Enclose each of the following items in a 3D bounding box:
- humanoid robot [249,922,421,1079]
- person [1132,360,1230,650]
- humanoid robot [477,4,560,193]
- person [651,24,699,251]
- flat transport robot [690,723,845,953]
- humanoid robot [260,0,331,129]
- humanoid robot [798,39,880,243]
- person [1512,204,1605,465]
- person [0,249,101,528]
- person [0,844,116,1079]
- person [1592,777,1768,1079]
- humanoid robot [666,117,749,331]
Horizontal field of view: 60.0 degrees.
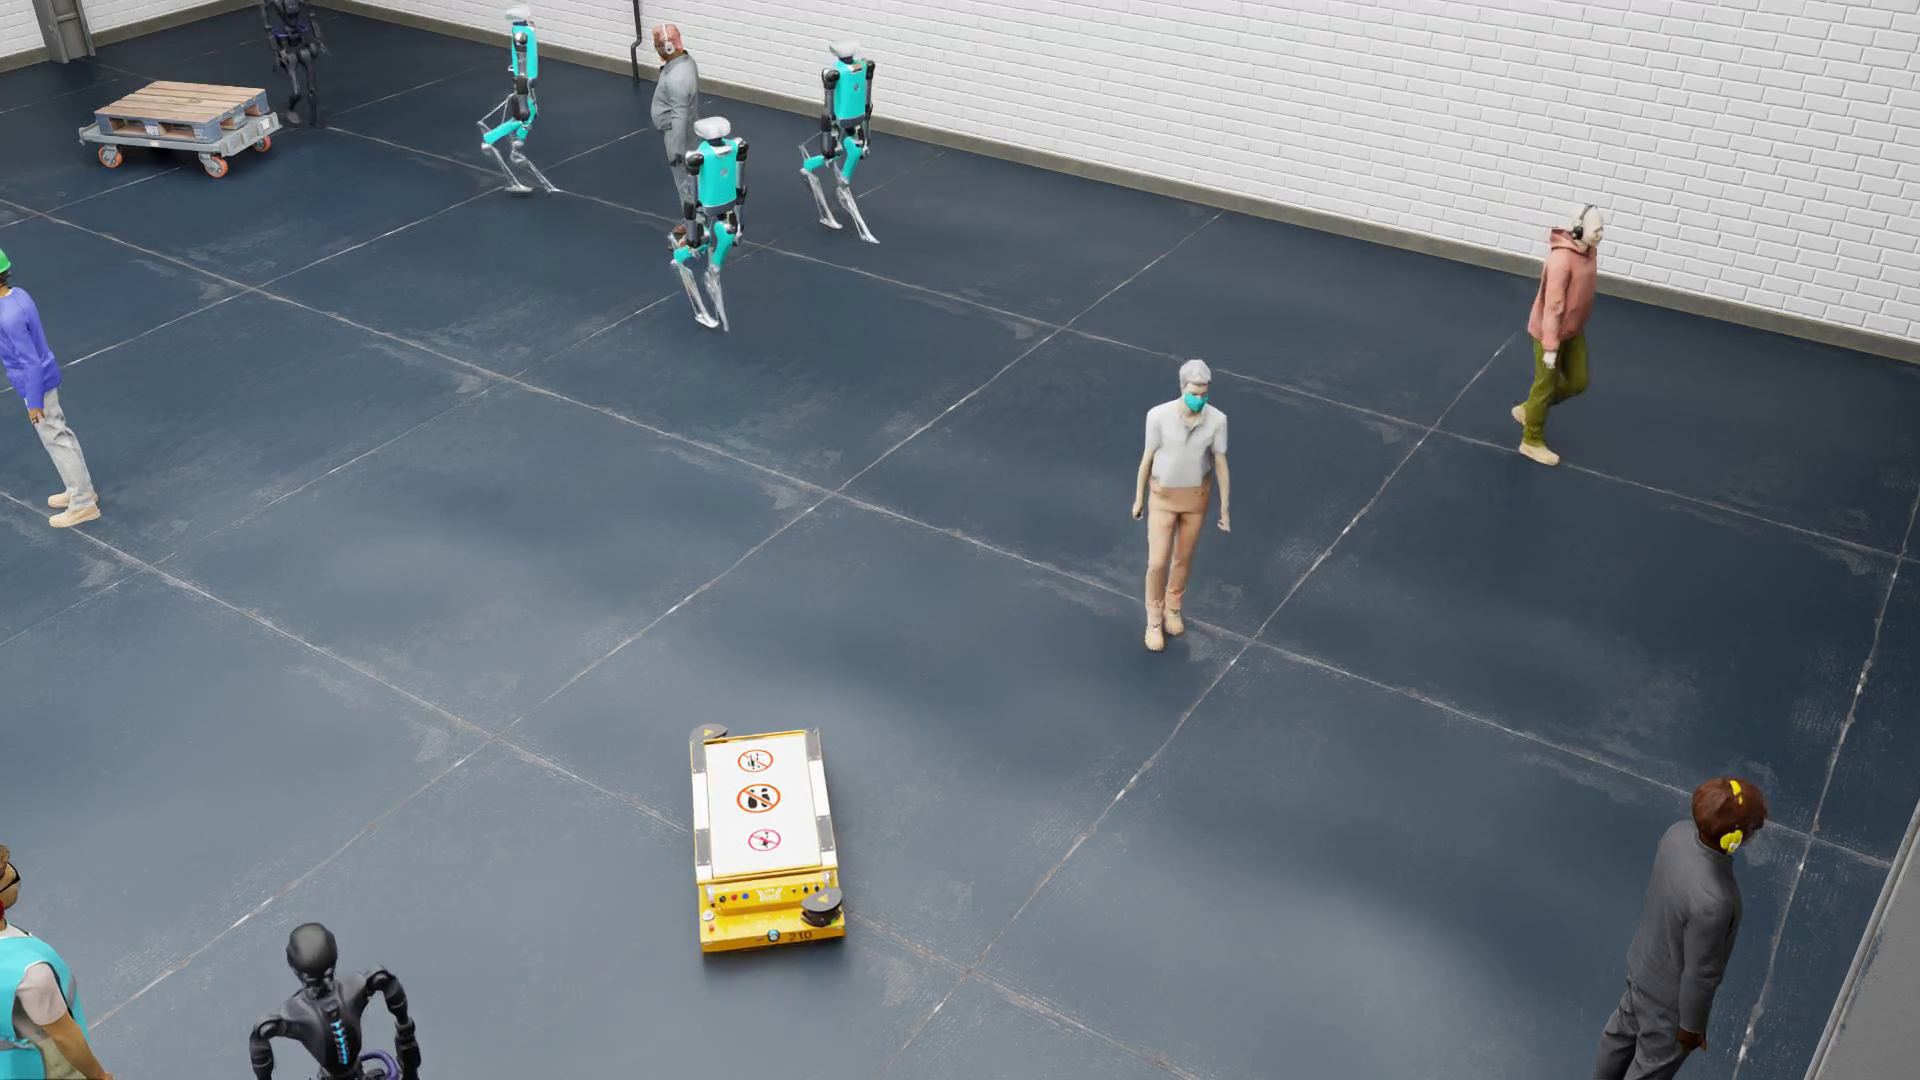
[{"bbox_3d":[-2.163,2.004,5.836,0.603,1.649,0.351,-23,39,-31],"label":"humanoid robot"},{"bbox_3d":[1.235,-0.169,9.159,0.524,1.733,0.555,-2,33,-3],"label":"person"},{"bbox_3d":[-4.068,-3.894,14.984,0.799,1.800,0.541,-3,33,-4],"label":"humanoid robot"},{"bbox_3d":[-2.376,-3.395,14.031,0.413,1.903,0.638,-1,33,-2],"label":"person"},{"bbox_3d":[-0.959,1.392,8.090,0.659,0.231,1.431,-5,33,-8],"label":"flat transport robot"},{"bbox_3d":[-6.671,-4.954,16.668,0.423,1.647,0.588,26,41,34],"label":"humanoid robot"},{"bbox_3d":[-1.084,-3.409,14.227,0.835,1.796,0.538,28,42,36],"label":"humanoid robot"},{"bbox_3d":[3.949,-1.341,10.907,0.529,1.819,0.419,-23,39,-32],"label":"person"},{"bbox_3d":[-5.730,-0.947,10.250,0.361,1.870,0.468,-14,35,-20],"label":"person"},{"bbox_3d":[-3.288,1.833,5.945,0.569,1.844,0.381,16,36,23],"label":"person"},{"bbox_3d":[2.676,1.639,6.221,0.356,1.876,0.495,2,33,2],"label":"person"},{"bbox_3d":[-1.952,-2.337,12.589,0.530,1.855,0.783,-27,41,-35],"label":"humanoid robot"}]
